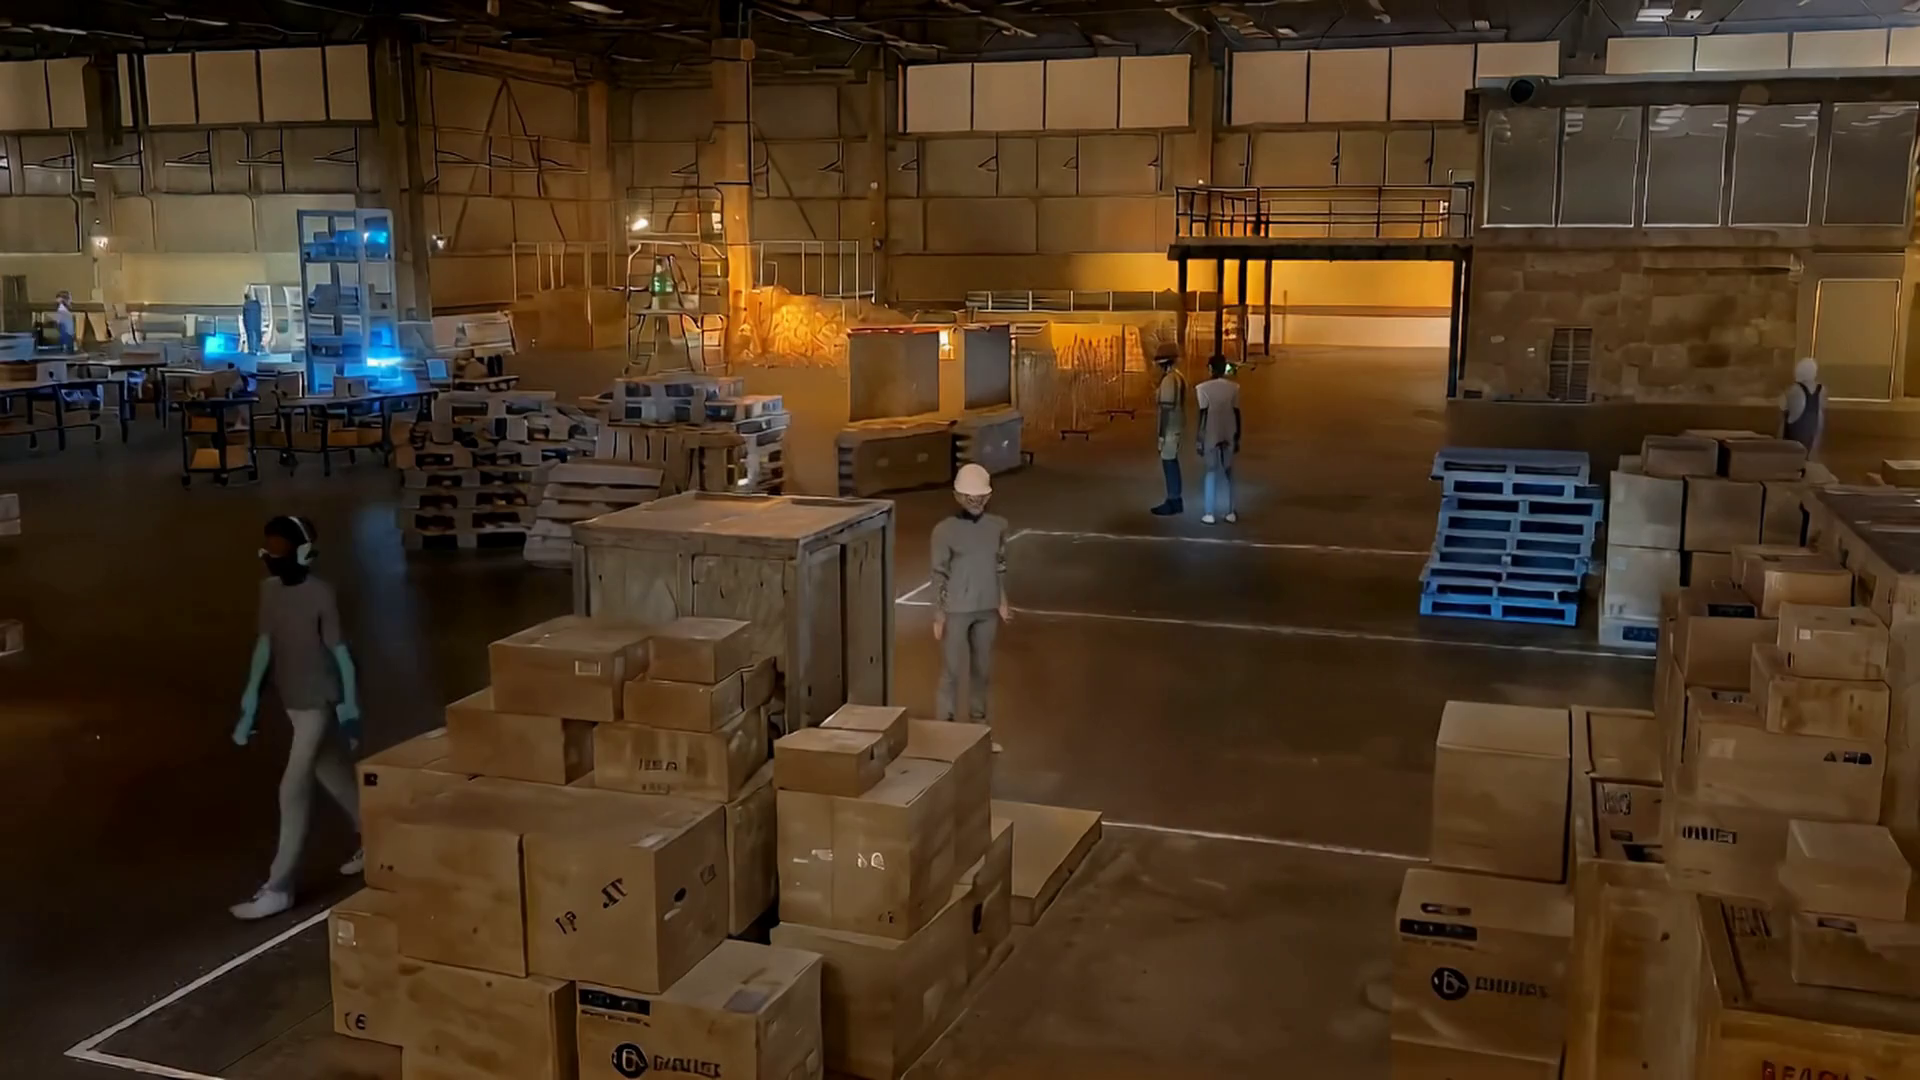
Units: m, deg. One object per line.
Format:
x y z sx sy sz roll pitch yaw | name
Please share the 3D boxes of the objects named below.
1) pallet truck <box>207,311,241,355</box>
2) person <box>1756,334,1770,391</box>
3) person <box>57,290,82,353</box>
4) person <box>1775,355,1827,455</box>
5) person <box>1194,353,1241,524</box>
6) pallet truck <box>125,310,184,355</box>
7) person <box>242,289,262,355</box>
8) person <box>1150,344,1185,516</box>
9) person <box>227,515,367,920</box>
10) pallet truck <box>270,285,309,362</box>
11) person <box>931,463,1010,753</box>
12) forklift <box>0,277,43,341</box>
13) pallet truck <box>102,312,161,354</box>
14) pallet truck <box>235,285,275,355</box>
-19.537 -5.575 44.913 0.653 1.274 1.630 3 11 19 | pallet truck
15.501 -3.477 32.135 0.268 1.632 0.507 -2 10 -13 | person
-20.573 -4.749 38.341 1.053 1.993 0.610 -4 11 -21 | person
9.315 -1.124 18.374 0.519 1.826 0.787 -3 10 -14 | person
2.819 -1.105 18.164 0.517 1.865 0.328 -1 10 -3 | person
-22.038 -5.665 45.457 0.704 1.261 1.522 3 11 17 | pallet truck
-17.927 -5.370 42.047 0.409 1.913 0.646 1 10 5 | person
2.337 -1.238 18.745 0.385 1.930 0.539 4 11 20 | person
-3.049 0.769 7.746 0.517 1.822 0.971 7 12 33 | person
-17.147 -5.700 43.663 0.823 1.965 1.885 3 11 17 | pallet truck
0.072 0.421 9.842 0.528 1.767 0.329 -6 12 -31 | person
-27.151 -6.329 46.328 1.157 1.987 2.680 3 11 17 | forklift
-23.057 -5.777 46.261 0.680 1.201 1.601 3 11 19 | pallet truck
-18.327 -5.835 44.421 0.823 1.965 1.885 4 11 23 | pallet truck
